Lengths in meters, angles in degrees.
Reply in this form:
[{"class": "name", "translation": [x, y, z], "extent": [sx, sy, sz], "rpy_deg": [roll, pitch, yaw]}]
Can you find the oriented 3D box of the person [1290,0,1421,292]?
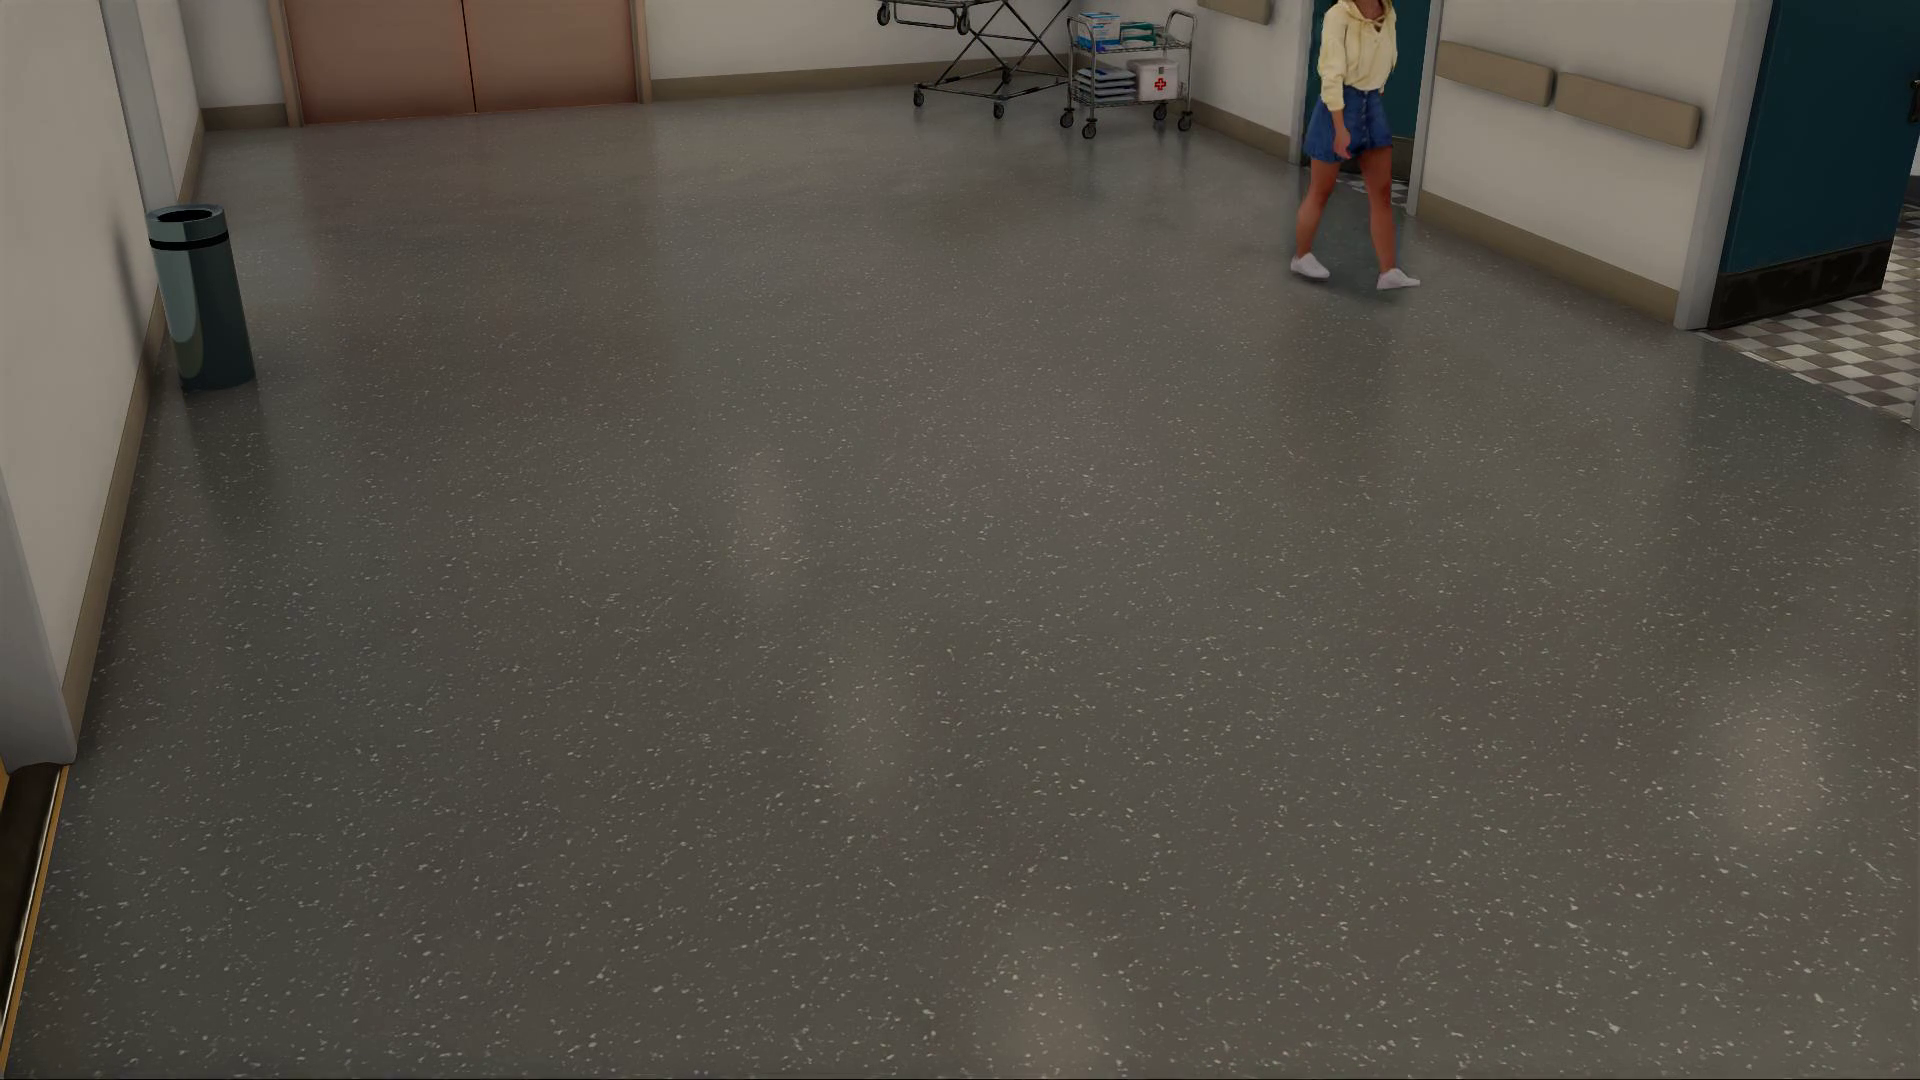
[{"class": "person", "translation": [1.800, -2.004, 7.967], "extent": [0.750, 1.596, 1.033], "rpy_deg": [-13, 29, -25]}]
